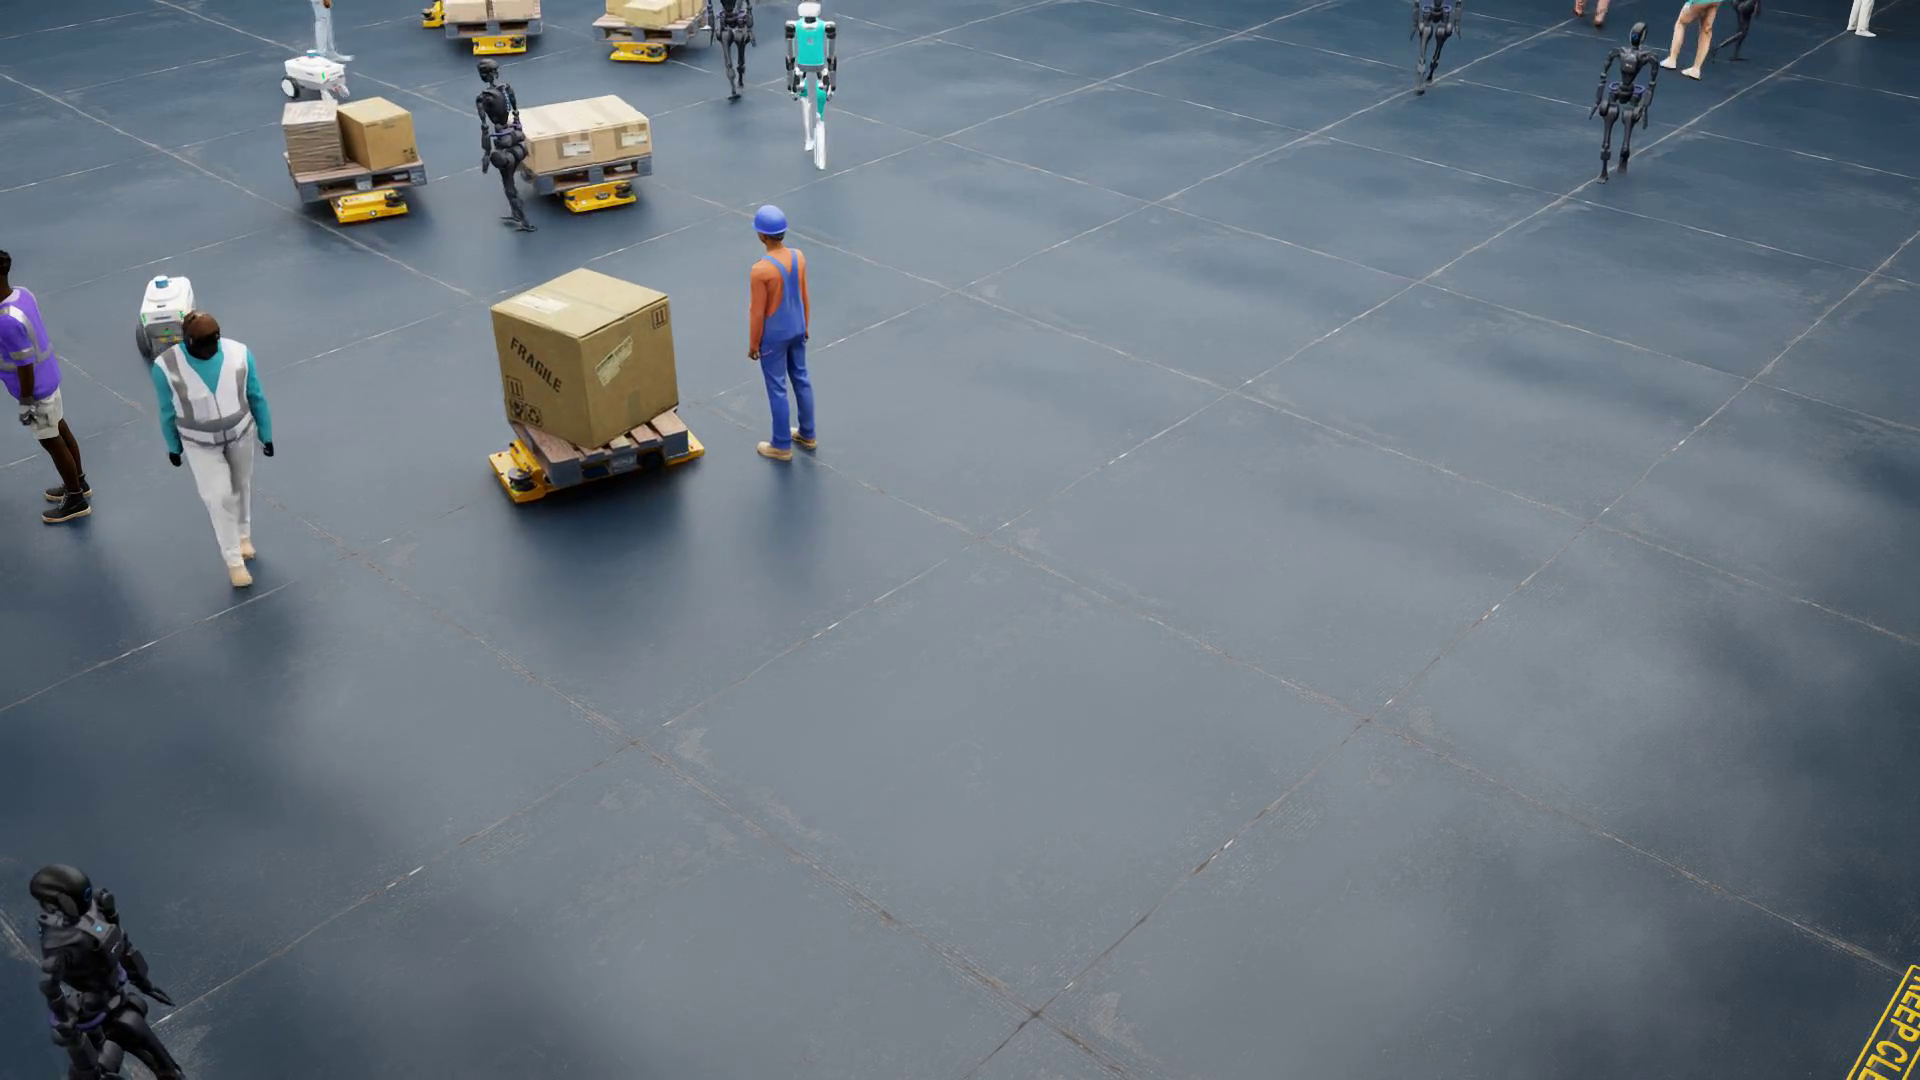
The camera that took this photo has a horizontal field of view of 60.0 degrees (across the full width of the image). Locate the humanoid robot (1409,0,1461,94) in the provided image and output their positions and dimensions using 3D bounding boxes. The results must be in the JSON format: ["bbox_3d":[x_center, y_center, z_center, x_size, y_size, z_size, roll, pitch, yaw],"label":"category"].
[{"bbox_3d":[5.661,-6.136,19.748,0.590,1.629,0.786,6,32,10],"label":"humanoid robot"}]

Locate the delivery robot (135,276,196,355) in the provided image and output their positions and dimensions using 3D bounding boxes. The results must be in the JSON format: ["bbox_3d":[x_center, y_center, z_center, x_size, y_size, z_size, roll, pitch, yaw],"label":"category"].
[{"bbox_3d":[-6.650,-1.929,13.977,0.499,0.583,0.774,-9,33,-15],"label":"delivery robot"}]

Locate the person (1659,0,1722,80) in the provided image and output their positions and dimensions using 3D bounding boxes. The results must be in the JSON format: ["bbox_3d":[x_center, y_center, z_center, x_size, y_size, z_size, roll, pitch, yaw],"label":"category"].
[{"bbox_3d":[9.040,-6.629,20.330,0.531,1.844,0.767,-5,32,-9],"label":"person"}]

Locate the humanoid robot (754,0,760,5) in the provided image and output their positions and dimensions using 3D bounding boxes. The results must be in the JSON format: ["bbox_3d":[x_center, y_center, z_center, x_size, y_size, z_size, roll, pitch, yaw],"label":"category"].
[{"bbox_3d":[-2.740,-8.329,23.241,0.735,1.862,0.551,8,33,12],"label":"humanoid robot"}]

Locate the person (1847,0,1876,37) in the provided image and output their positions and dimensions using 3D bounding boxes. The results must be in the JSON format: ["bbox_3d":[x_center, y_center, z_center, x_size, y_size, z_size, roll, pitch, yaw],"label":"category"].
[{"bbox_3d":[12.082,-7.501,21.931,0.309,1.639,0.514,1,32,2],"label":"person"}]

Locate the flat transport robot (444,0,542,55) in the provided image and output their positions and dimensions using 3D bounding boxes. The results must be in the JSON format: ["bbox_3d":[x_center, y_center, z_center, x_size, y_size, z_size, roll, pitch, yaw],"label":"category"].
[{"bbox_3d":[-6.102,-6.665,21.886,0.659,0.231,1.431,-6,32,-10],"label":"flat transport robot"}]

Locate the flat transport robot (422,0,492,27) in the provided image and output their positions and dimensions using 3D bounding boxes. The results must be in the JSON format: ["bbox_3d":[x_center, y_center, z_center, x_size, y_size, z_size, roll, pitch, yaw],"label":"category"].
[{"bbox_3d":[-6.635,-7.262,22.847,1.431,0.231,0.659,-8,33,-12],"label":"flat transport robot"}]

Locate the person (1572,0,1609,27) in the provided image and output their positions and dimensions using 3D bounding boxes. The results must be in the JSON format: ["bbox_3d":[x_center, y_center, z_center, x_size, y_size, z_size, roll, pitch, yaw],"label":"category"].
[{"bbox_3d":[8.659,-7.912,22.391,0.660,1.855,1.002,3,32,5],"label":"person"}]

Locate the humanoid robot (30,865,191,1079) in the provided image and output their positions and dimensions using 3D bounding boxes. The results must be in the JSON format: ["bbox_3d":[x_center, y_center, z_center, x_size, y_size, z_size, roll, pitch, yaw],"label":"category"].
[{"bbox_3d":[-3.461,1.954,6.722,0.791,1.627,0.583,-1,32,-1],"label":"humanoid robot"}]

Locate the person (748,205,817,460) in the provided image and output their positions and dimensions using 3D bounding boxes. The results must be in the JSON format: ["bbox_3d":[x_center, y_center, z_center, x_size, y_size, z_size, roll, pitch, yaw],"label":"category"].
[{"bbox_3d":[-1.298,-1.501,12.025,0.380,1.904,0.520,26,40,36],"label":"person"}]

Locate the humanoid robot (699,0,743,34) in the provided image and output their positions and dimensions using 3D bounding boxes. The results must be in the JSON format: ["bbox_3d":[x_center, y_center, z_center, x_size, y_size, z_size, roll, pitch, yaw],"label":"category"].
[{"bbox_3d":[-3.104,-7.546,21.931,0.861,1.769,0.530,3,32,5],"label":"humanoid robot"}]

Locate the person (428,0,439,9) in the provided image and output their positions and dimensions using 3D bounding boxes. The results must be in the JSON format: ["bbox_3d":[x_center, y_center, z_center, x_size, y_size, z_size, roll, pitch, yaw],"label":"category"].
[{"bbox_3d":[-7.236,-8.103,22.627,0.575,1.925,0.665,27,41,36],"label":"person"}]

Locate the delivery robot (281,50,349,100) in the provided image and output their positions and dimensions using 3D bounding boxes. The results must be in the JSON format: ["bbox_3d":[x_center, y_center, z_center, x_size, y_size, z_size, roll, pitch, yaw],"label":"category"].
[{"bbox_3d":[-7.668,-5.508,19.767,0.811,0.610,0.499,18,36,26],"label":"delivery robot"}]

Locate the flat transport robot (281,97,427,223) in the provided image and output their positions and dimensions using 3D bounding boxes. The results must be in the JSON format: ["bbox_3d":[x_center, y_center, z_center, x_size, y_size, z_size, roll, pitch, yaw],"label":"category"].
[{"bbox_3d":[-6.115,-3.577,16.914,0.659,0.231,1.431,-15,35,-23],"label":"flat transport robot"}]

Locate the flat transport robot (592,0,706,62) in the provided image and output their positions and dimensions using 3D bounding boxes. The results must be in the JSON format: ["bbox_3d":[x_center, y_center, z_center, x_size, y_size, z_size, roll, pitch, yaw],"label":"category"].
[{"bbox_3d":[-3.999,-6.497,21.616,0.659,0.231,1.431,5,32,7],"label":"flat transport robot"}]

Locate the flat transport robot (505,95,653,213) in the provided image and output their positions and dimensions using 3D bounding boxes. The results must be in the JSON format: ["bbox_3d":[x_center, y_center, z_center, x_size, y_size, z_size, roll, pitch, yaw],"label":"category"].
[{"bbox_3d":[-3.905,-3.717,17.140,0.659,0.231,1.431,-18,36,-26],"label":"flat transport robot"}]

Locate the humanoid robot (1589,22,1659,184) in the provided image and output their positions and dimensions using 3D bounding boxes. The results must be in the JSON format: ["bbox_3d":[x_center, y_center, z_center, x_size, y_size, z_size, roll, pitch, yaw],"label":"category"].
[{"bbox_3d":[6.797,-4.482,17.036,0.589,1.641,0.431,17,36,26],"label":"humanoid robot"}]

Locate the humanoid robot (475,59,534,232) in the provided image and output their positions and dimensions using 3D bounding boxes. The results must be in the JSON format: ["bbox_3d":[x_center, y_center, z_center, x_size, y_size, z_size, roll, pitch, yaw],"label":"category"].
[{"bbox_3d":[-4.352,-3.765,15.890,0.398,1.647,0.609,13,34,20],"label":"humanoid robot"}]

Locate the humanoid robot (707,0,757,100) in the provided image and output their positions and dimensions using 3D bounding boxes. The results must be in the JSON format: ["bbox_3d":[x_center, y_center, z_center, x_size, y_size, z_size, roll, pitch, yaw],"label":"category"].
[{"bbox_3d":[-2.675,-6.024,19.563,0.588,1.622,0.711,6,32,9],"label":"humanoid robot"}]

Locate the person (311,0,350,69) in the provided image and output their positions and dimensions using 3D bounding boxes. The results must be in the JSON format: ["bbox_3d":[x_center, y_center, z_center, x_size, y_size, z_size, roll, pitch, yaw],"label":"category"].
[{"bbox_3d":[-7.916,-6.815,20.584,0.443,1.913,0.609,-15,35,-23],"label":"person"}]

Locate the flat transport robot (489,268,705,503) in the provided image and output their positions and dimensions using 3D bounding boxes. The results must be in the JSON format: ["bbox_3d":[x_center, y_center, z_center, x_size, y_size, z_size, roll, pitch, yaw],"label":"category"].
[{"bbox_3d":[-2.675,-0.665,12.225,1.431,0.231,0.659,-17,35,-25],"label":"flat transport robot"}]

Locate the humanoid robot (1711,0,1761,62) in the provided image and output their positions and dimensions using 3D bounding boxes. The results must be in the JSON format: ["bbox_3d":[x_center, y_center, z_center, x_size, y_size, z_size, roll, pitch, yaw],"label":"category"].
[{"bbox_3d":[9.774,-6.806,20.796,0.627,1.641,0.589,-3,32,-5],"label":"humanoid robot"}]

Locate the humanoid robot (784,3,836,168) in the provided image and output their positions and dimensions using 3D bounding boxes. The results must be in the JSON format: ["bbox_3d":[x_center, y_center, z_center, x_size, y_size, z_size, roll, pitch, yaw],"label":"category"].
[{"bbox_3d":[-1.561,-4.857,17.581,0.543,1.723,0.987,-2,32,-3],"label":"humanoid robot"}]

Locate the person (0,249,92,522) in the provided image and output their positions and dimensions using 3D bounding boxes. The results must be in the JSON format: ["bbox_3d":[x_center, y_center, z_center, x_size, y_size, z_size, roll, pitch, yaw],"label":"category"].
[{"bbox_3d":[-6.281,-1.056,11.247,0.367,1.966,0.603,-10,33,-16],"label":"person"}]

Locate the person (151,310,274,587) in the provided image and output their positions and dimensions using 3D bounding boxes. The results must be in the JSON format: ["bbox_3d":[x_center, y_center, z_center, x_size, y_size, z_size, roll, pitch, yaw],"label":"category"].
[{"bbox_3d":[-4.694,-0.596,10.653,0.636,1.808,0.815,-22,38,-32],"label":"person"}]
